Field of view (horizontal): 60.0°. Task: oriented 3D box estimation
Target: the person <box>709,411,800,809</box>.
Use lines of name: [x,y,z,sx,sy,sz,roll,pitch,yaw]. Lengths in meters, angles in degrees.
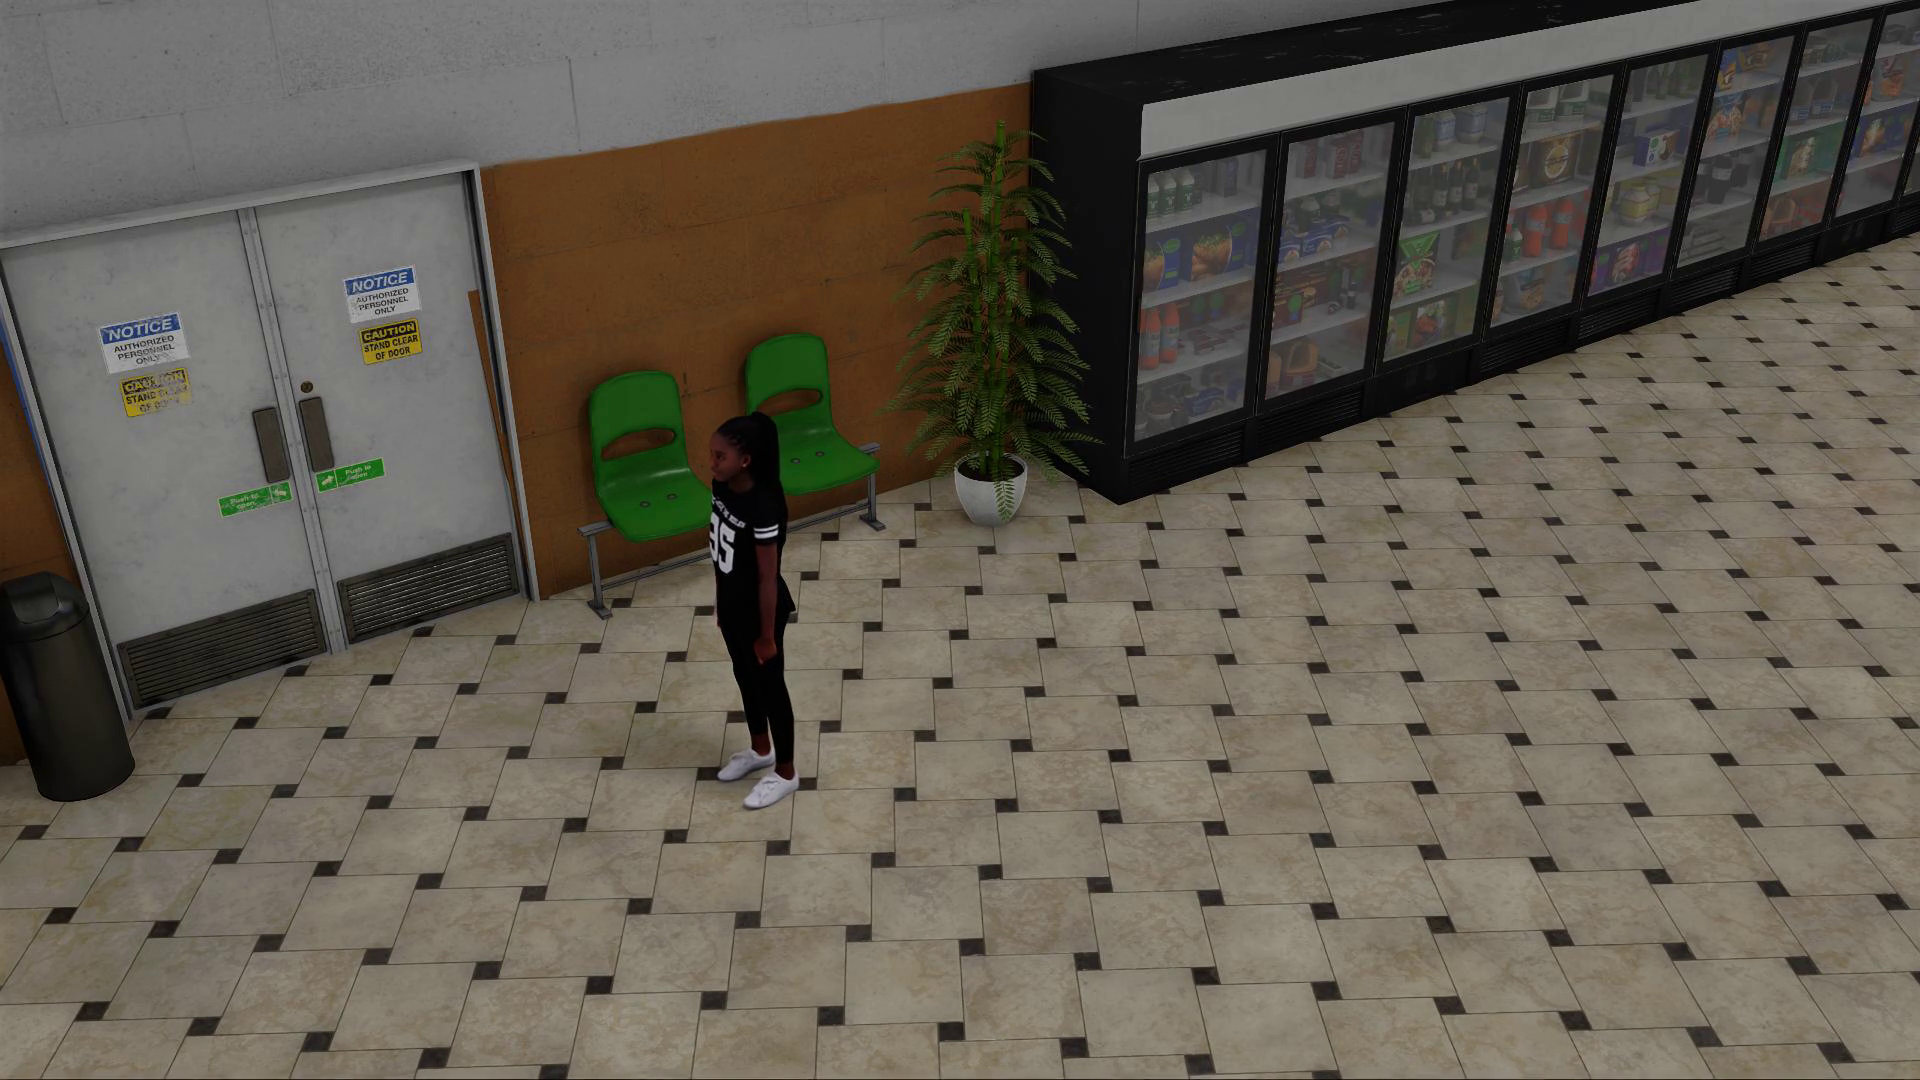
person: [-0.855,0.288,6.849,0.650,1.731,0.480,-19,34,-31]
